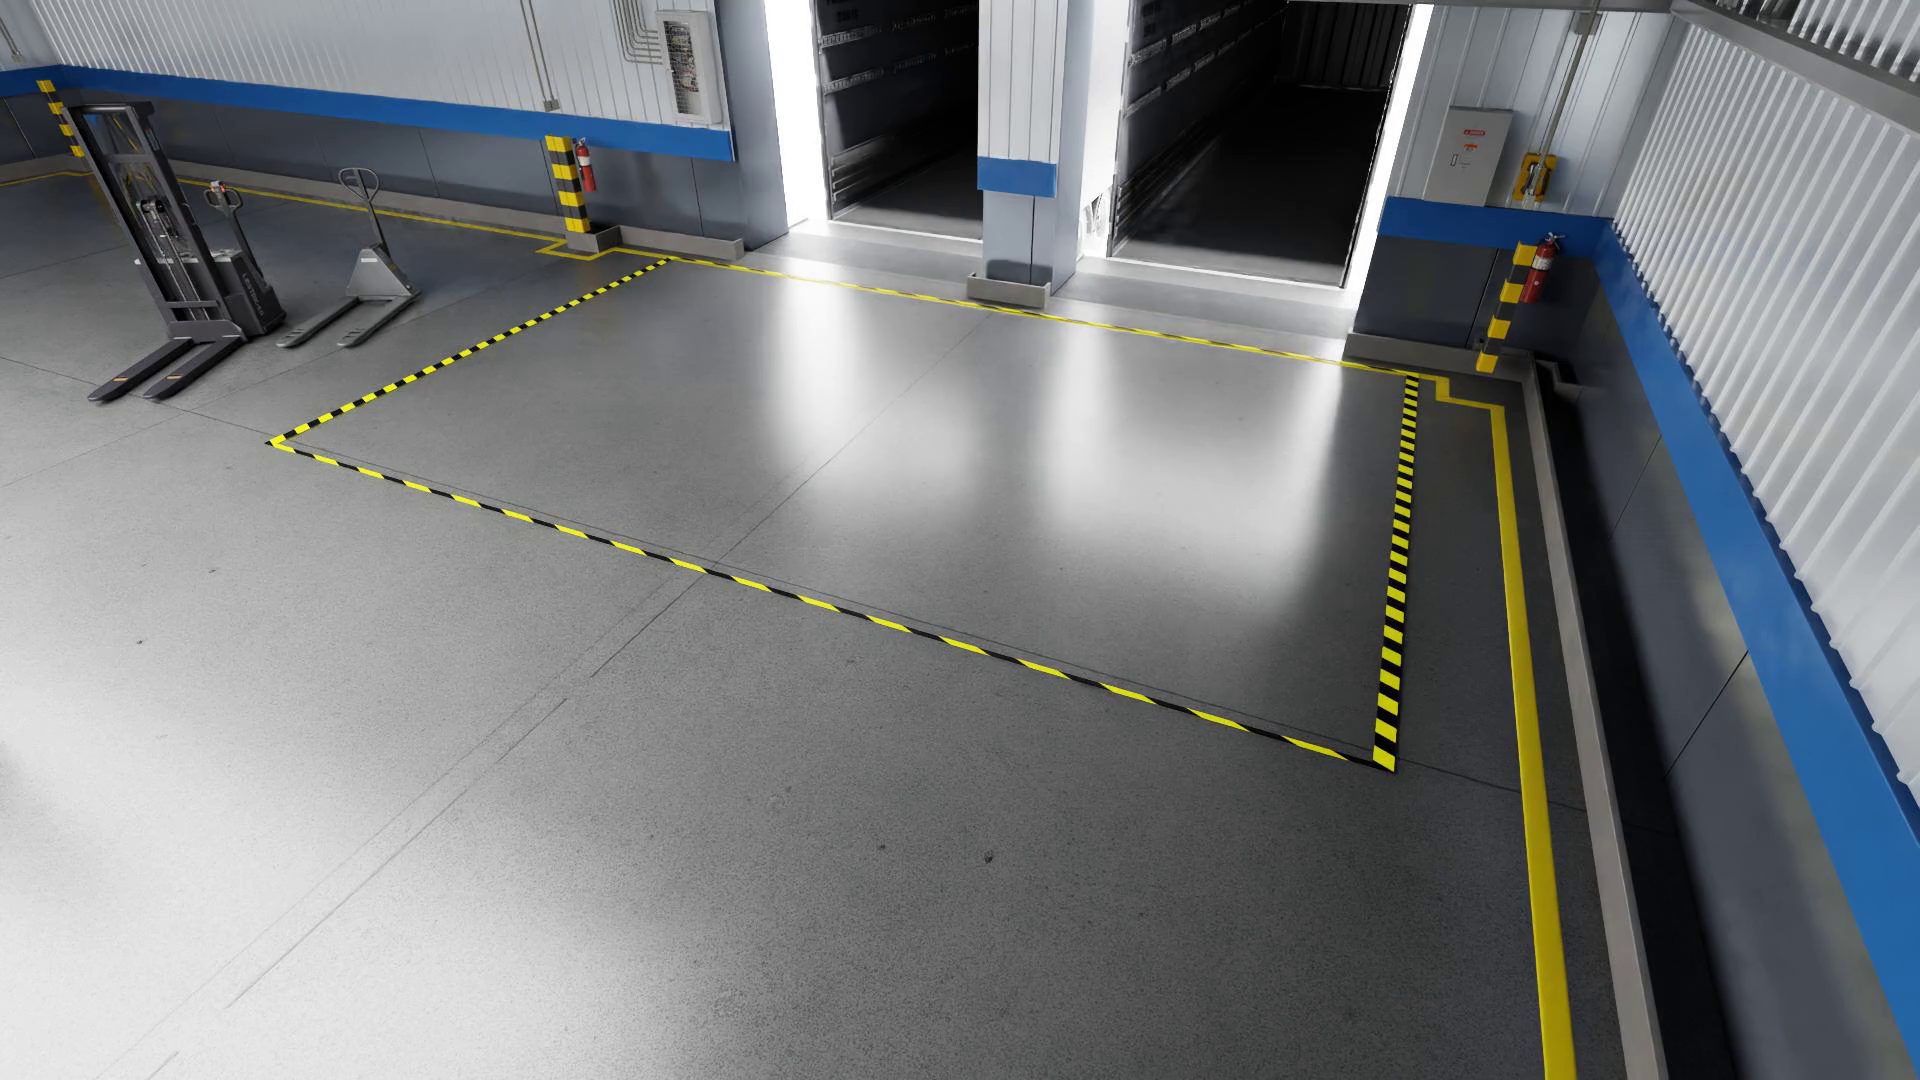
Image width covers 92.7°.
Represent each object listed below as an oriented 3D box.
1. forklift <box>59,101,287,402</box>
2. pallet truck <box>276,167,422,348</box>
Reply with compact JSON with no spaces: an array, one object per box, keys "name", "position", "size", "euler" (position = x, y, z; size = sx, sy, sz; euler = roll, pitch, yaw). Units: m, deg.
[{"name":"forklift","position":[-6.686,-2.387,7.434],"size":[0.823,1.965,1.885],"euler":[-3,35,-5]},{"name":"pallet truck","position":[-5.732,-2.611,8.414],"size":[0.680,1.201,1.601],"euler":[-1,35,-1]}]
